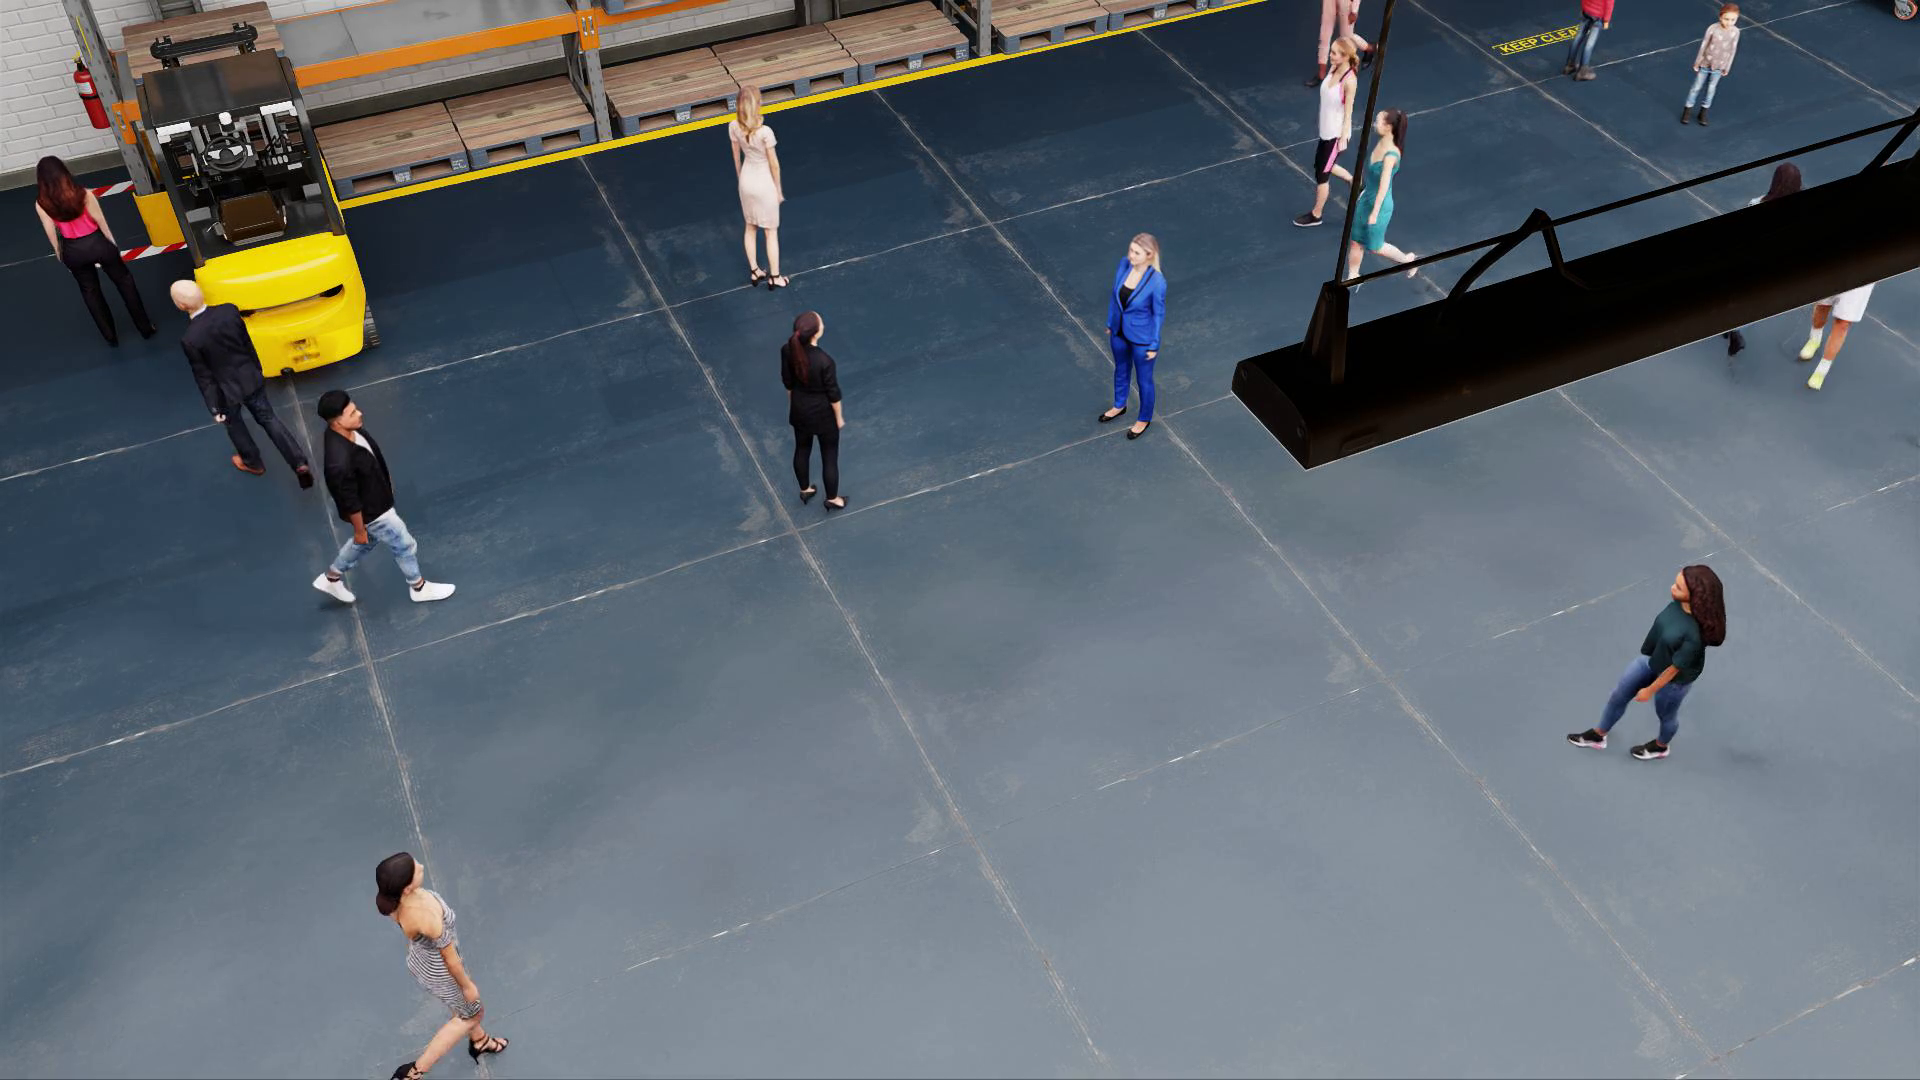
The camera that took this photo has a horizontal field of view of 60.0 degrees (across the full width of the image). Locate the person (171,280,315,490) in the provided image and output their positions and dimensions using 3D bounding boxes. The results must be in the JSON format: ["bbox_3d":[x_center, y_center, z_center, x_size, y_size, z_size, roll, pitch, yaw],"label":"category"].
[{"bbox_3d":[-5.023,-1.052,11.652,1.063,1.772,1.147,28,50,26],"label":"person"}]

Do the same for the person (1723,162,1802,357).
[{"bbox_3d":[6.212,-2.131,12.903,0.961,1.610,0.929,3,44,4],"label":"person"}]

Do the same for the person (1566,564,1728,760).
[{"bbox_3d":[4.283,0.780,9.861,0.957,1.590,0.789,-1,44,-1],"label":"person"}]

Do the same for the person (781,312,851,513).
[{"bbox_3d":[-1.017,-0.876,11.547,0.694,1.662,0.726,22,48,21],"label":"person"}]

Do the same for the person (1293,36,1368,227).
[{"bbox_3d":[3.284,-3.473,14.194,0.970,1.772,0.738,-8,44,-8],"label":"person"}]

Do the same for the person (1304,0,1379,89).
[{"bbox_3d":[3.764,-5.211,16.067,1.036,1.704,0.682,-21,47,-20],"label":"person"}]

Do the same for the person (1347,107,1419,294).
[{"bbox_3d":[3.442,-2.696,13.458,0.964,1.661,0.741,-5,44,-5],"label":"person"}]

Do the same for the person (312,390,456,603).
[{"bbox_3d":[-3.945,-0.235,10.792,1.174,1.776,0.816,-11,45,-11],"label":"person"}]

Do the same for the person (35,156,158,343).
[{"bbox_3d":[-6.789,-2.257,12.997,0.587,1.662,0.732,-17,46,-17],"label":"person"}]

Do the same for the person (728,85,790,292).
[{"bbox_3d":[-1.643,-2.838,13.485,0.642,1.830,0.674,21,47,20],"label":"person"}]

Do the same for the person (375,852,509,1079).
[{"bbox_3d":[-2.637,2.186,8.227,0.940,1.809,0.750,-31,52,-28],"label":"person"}]

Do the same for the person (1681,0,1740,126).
[{"bbox_3d":[7.099,-4.508,15.700,0.549,1.193,0.611,13,45,13],"label":"person"}]

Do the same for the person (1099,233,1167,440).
[{"bbox_3d":[1.291,-1.510,12.186,0.655,1.699,0.690,-34,53,-30],"label":"person"}]

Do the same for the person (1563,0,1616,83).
[{"bbox_3d":[6.204,-5.154,16.288,0.477,1.317,0.518,-20,47,-19],"label":"person"}]
